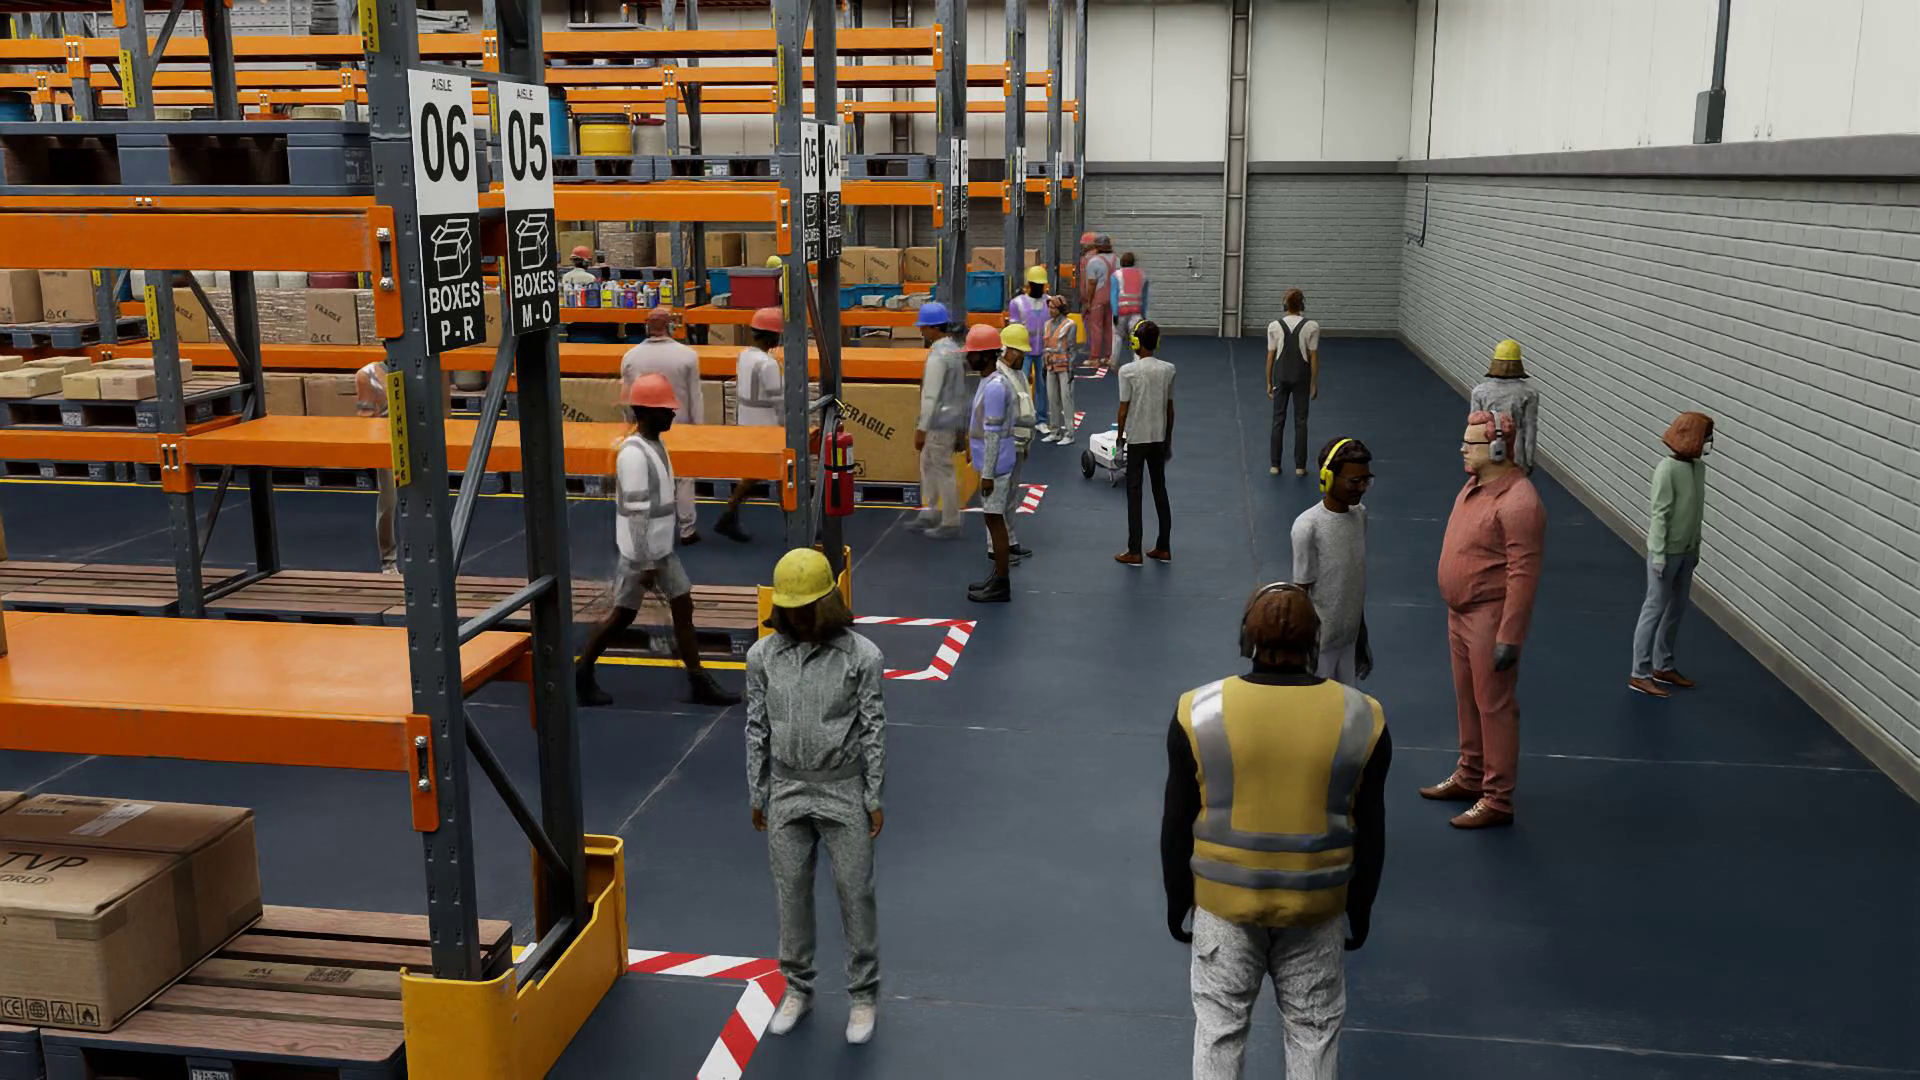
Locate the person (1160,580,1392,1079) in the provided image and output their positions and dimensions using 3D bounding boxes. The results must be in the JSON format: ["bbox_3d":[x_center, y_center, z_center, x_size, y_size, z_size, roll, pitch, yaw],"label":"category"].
[{"bbox_3d":[0.883,1.018,4.759,0.626,1.837,0.429,1,13,5],"label":"person"}]

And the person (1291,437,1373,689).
[{"bbox_3d":[1.616,0.468,7.193,0.346,1.856,0.530,12,17,44],"label":"person"}]

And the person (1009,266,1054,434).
[{"bbox_3d":[0.850,-2.142,18.833,0.595,1.917,0.399,-4,13,-16],"label":"person"}]

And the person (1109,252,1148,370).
[{"bbox_3d":[2.490,-3.354,24.621,0.630,1.776,1.029,-4,13,-16],"label":"person"}]

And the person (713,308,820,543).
[{"bbox_3d":[-1.534,-0.894,13.256,0.850,1.893,0.596,-7,14,-29],"label":"person"}]

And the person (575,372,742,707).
[{"bbox_3d":[-1.768,0.018,9.156,0.988,1.898,0.562,2,13,7],"label":"person"}]

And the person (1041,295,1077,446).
[{"bbox_3d":[1.085,-1.858,18.196,0.316,1.631,0.524,-10,16,-38],"label":"person"}]

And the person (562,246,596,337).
[{"bbox_3d":[-5.073,-2.945,22.328,0.628,1.981,0.437,10,16,37],"label":"person"}]

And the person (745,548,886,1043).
[{"bbox_3d":[-0.495,0.868,5.662,0.490,1.733,0.317,2,13,10],"label":"person"}]

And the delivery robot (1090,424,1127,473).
[{"bbox_3d":[1.507,-0.875,15.990,0.477,0.478,0.707,-3,13,-14],"label":"delivery robot"}]

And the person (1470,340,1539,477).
[{"bbox_3d":[4.022,-0.616,12.360,0.486,1.737,0.319,6,14,26],"label":"person"}]

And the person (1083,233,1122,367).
[{"bbox_3d":[2.140,-3.693,25.542,0.689,2.000,0.539,-11,16,-40],"label":"person"}]

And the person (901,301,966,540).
[{"bbox_3d":[-0.277,-0.948,13.388,0.658,1.929,0.644,2,13,11],"label":"person"}]

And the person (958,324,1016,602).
[{"bbox_3d":[0.186,-0.527,11.525,0.396,1.929,0.539,-1,13,-3],"label":"person"}]

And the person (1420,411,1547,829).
[{"bbox_3d":[2.363,0.359,7.560,0.402,1.906,0.651,-1,13,-5],"label":"person"}]

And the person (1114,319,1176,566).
[{"bbox_3d":[1.408,-0.735,12.623,0.498,1.860,0.338,-6,14,-26],"label":"person"}]

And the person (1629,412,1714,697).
[{"bbox_3d":[4.080,0.074,9.492,0.505,1.628,0.278,-10,16,-39],"label":"person"}]

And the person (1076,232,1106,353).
[{"bbox_3d":[2.126,-4.035,27.235,0.455,1.980,0.614,6,14,25],"label":"person"}]

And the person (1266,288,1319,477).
[{"bbox_3d":[3.247,-1.537,16.281,0.504,1.838,0.350,4,13,18],"label":"person"}]

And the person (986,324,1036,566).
[{"bbox_3d":[0.378,-0.728,12.653,0.403,1.823,0.586,5,13,22],"label":"person"}]

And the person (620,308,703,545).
[{"bbox_3d":[-2.356,-0.895,13.255,0.657,1.897,0.405,2,13,7],"label":"person"}]
